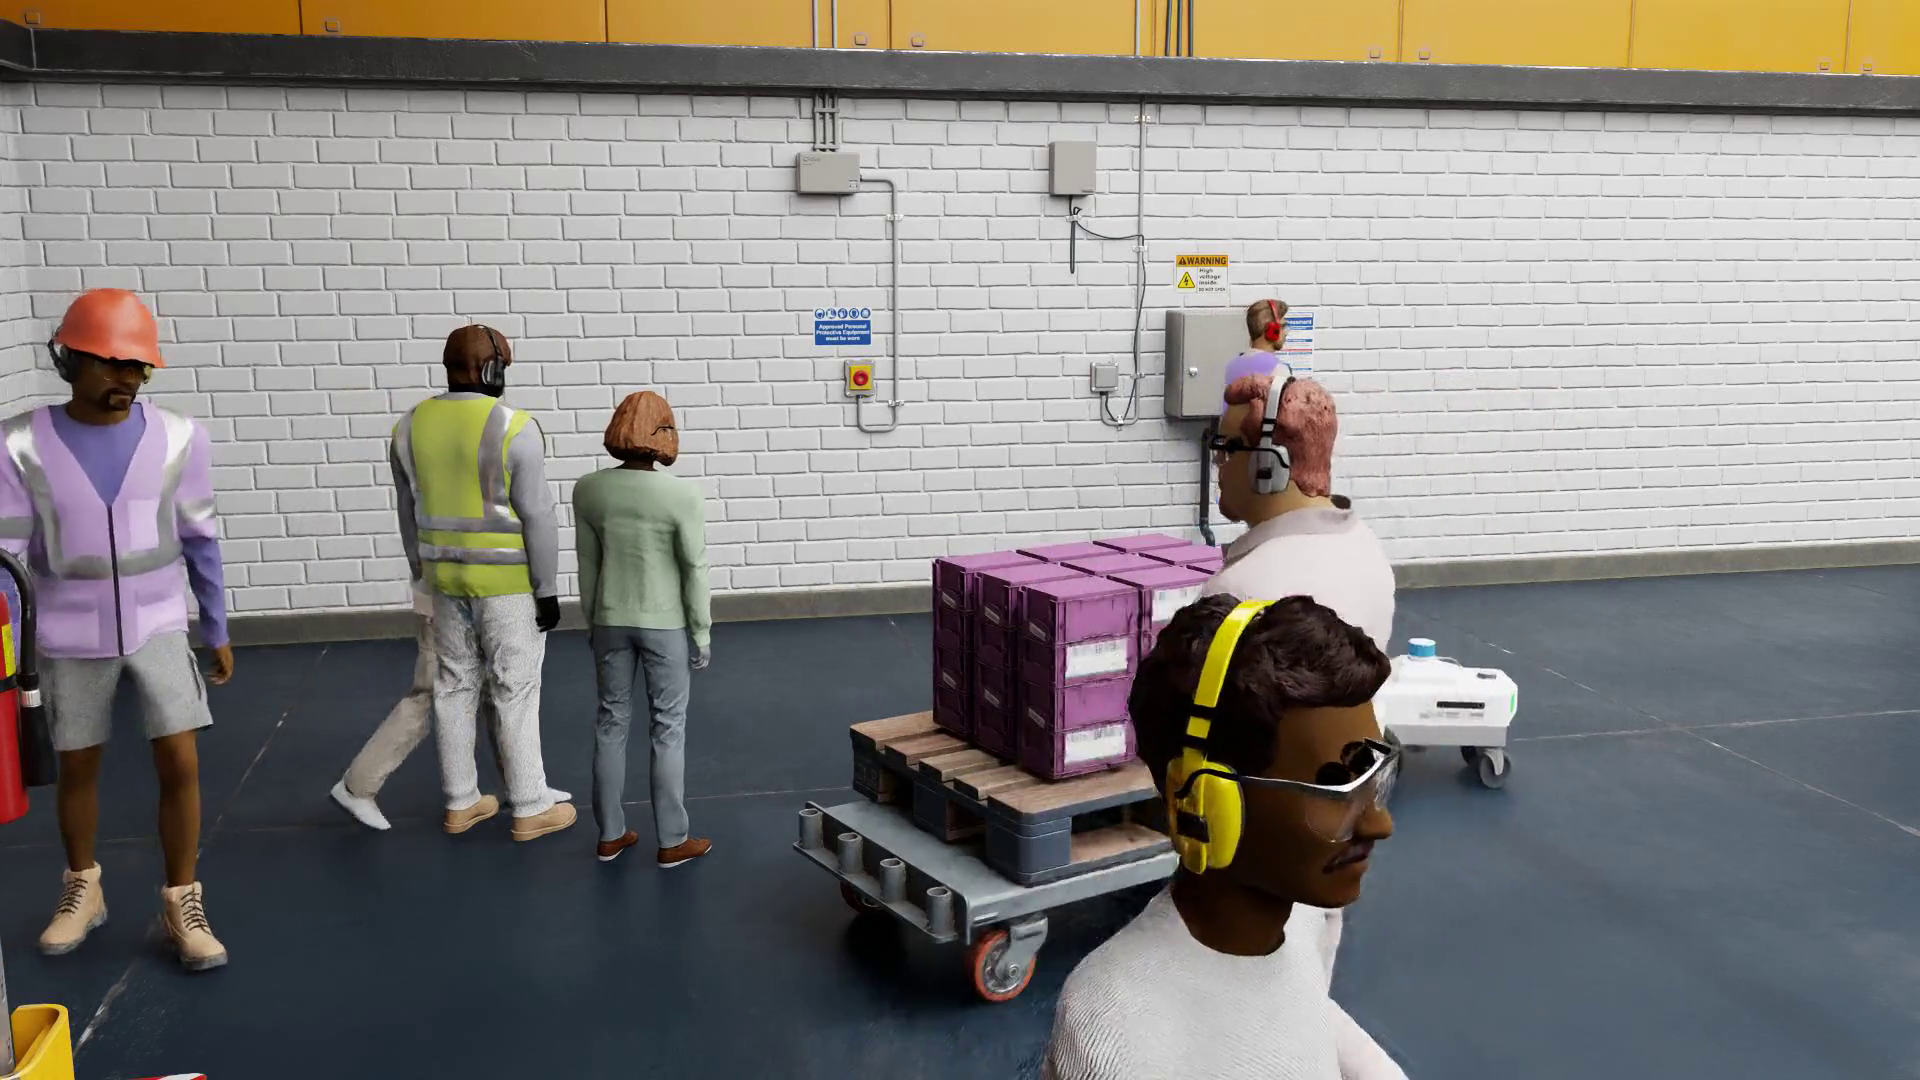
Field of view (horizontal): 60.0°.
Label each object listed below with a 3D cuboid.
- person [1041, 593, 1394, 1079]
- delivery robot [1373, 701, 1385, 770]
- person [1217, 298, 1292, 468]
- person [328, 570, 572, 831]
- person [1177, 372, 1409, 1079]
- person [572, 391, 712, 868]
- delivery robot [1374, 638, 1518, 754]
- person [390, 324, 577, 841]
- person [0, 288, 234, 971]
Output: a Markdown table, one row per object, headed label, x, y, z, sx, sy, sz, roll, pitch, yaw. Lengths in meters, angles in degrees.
| label | x | y | z | sx | sy | sz | roll | pitch | yaw |
| --- | --- | --- | --- | --- | --- | --- | --- | --- | --- |
| person | 0.213 | 0.930 | 1.674 | 0.951 | 1.833 | 0.533 | 5 | 12 | 27 |
| delivery robot | 1.214 | 0.713 | 6.137 | 0.707 | 0.478 | 0.477 | -5 | 11 | -25 |
| person | 1.580 | -0.349 | 8.754 | 0.643 | 1.826 | 0.609 | -3 | 11 | -14 |
| person | -1.896 | 0.257 | 6.048 | 0.838 | 1.597 | 0.522 | -3 | 11 | -16 |
| person | 0.670 | 0.616 | 3.255 | 0.747 | 1.885 | 0.650 | 6 | 12 | 31 |
| person | -1.074 | 0.308 | 5.673 | 0.499 | 1.627 | 0.270 | 3 | 11 | 16 |
| delivery robot | 1.818 | 0.634 | 6.577 | 0.707 | 0.478 | 0.477 | 1 | 10 | 4 |
| person | -1.681 | 0.158 | 5.927 | 0.621 | 1.838 | 0.429 | 4 | 11 | 20 |
| person | -2.490 | 0.268 | 4.880 | 0.640 | 1.994 | 0.698 | -7 | 12 | -33 |
